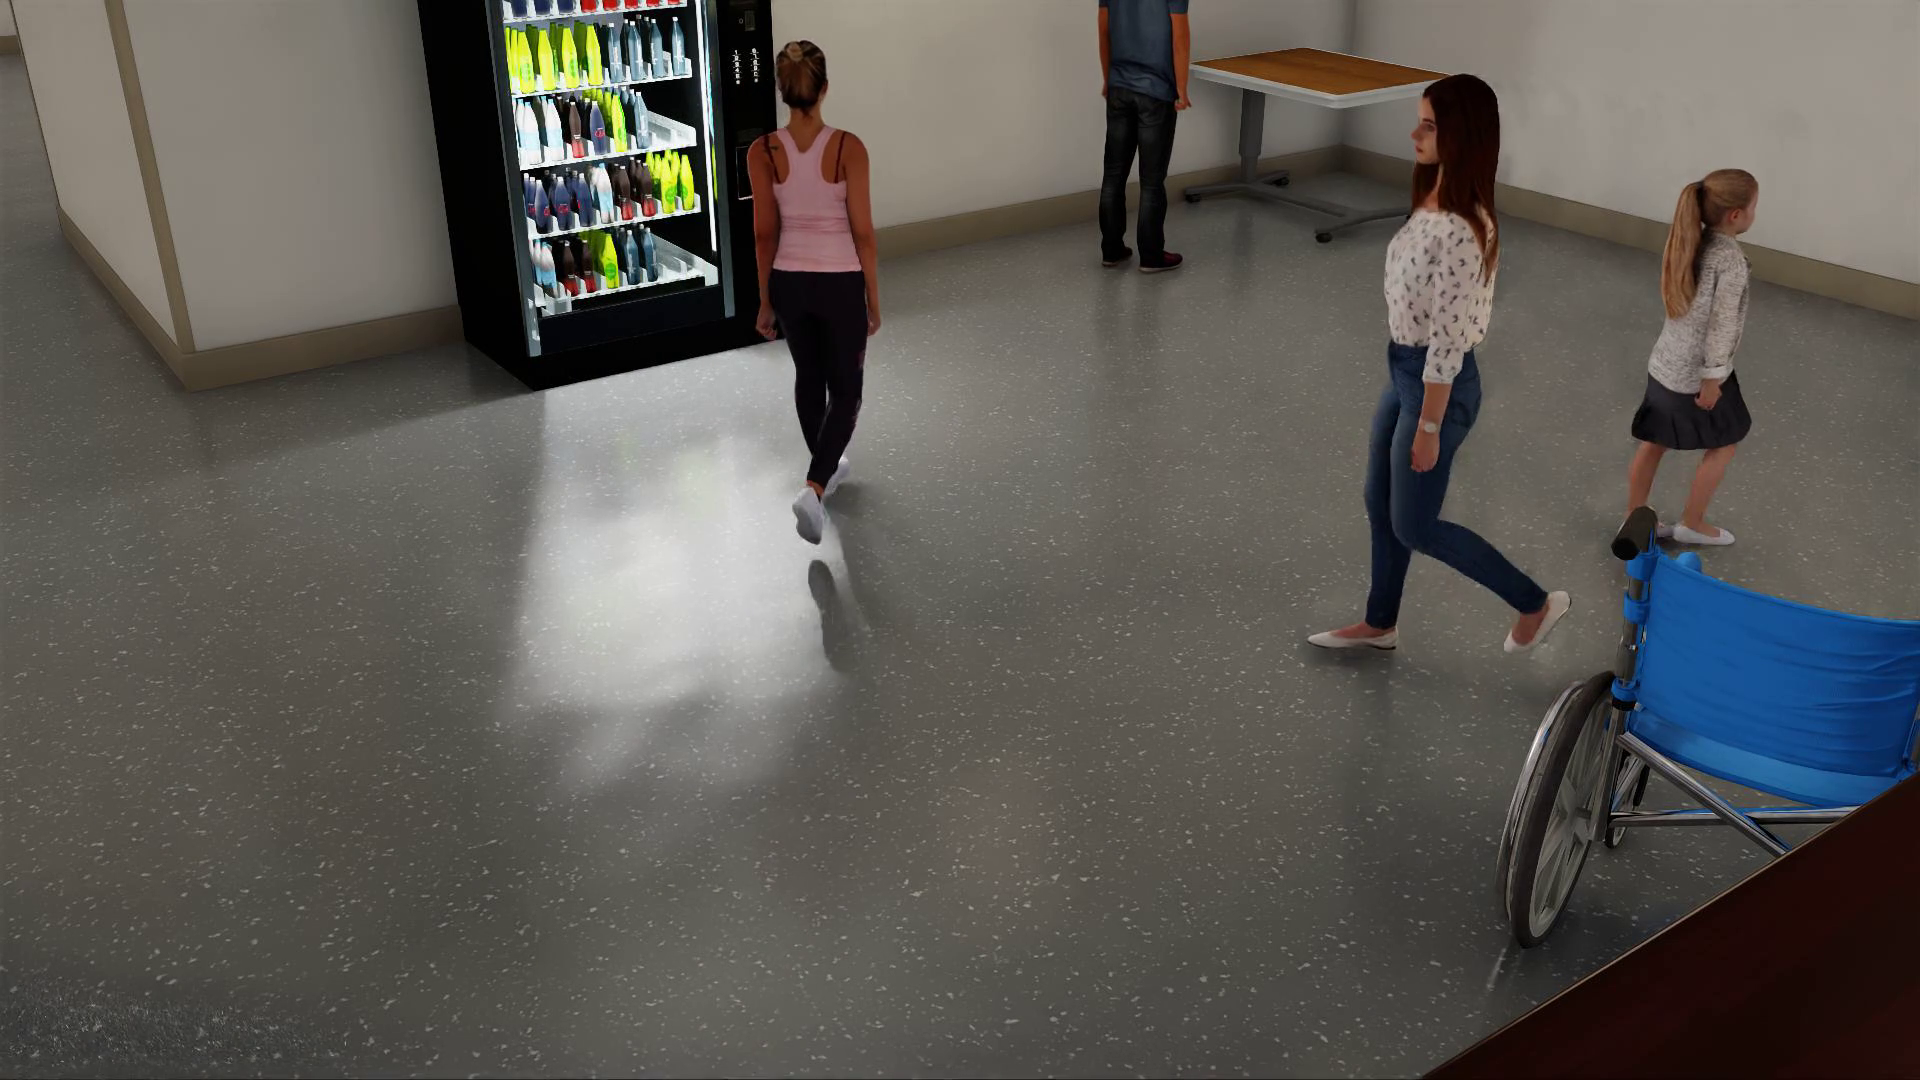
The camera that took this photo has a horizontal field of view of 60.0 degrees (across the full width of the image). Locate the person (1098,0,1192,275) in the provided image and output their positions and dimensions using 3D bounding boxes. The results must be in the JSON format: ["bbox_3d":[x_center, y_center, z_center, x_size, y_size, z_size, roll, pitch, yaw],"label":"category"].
[{"bbox_3d":[0.897,-2.241,8.245,0.712,1.810,0.662,17,31,32],"label":"person"}]

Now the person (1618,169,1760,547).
[{"bbox_3d":[2.318,-0.561,5.379,0.712,1.266,0.647,-4,26,-8],"label":"person"}]

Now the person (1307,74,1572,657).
[{"bbox_3d":[1.356,-0.372,4.488,1.017,1.707,0.955,6,26,13],"label":"person"}]

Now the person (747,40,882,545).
[{"bbox_3d":[-0.475,-0.780,5.441,0.981,1.614,1.073,5,26,11],"label":"person"}]
